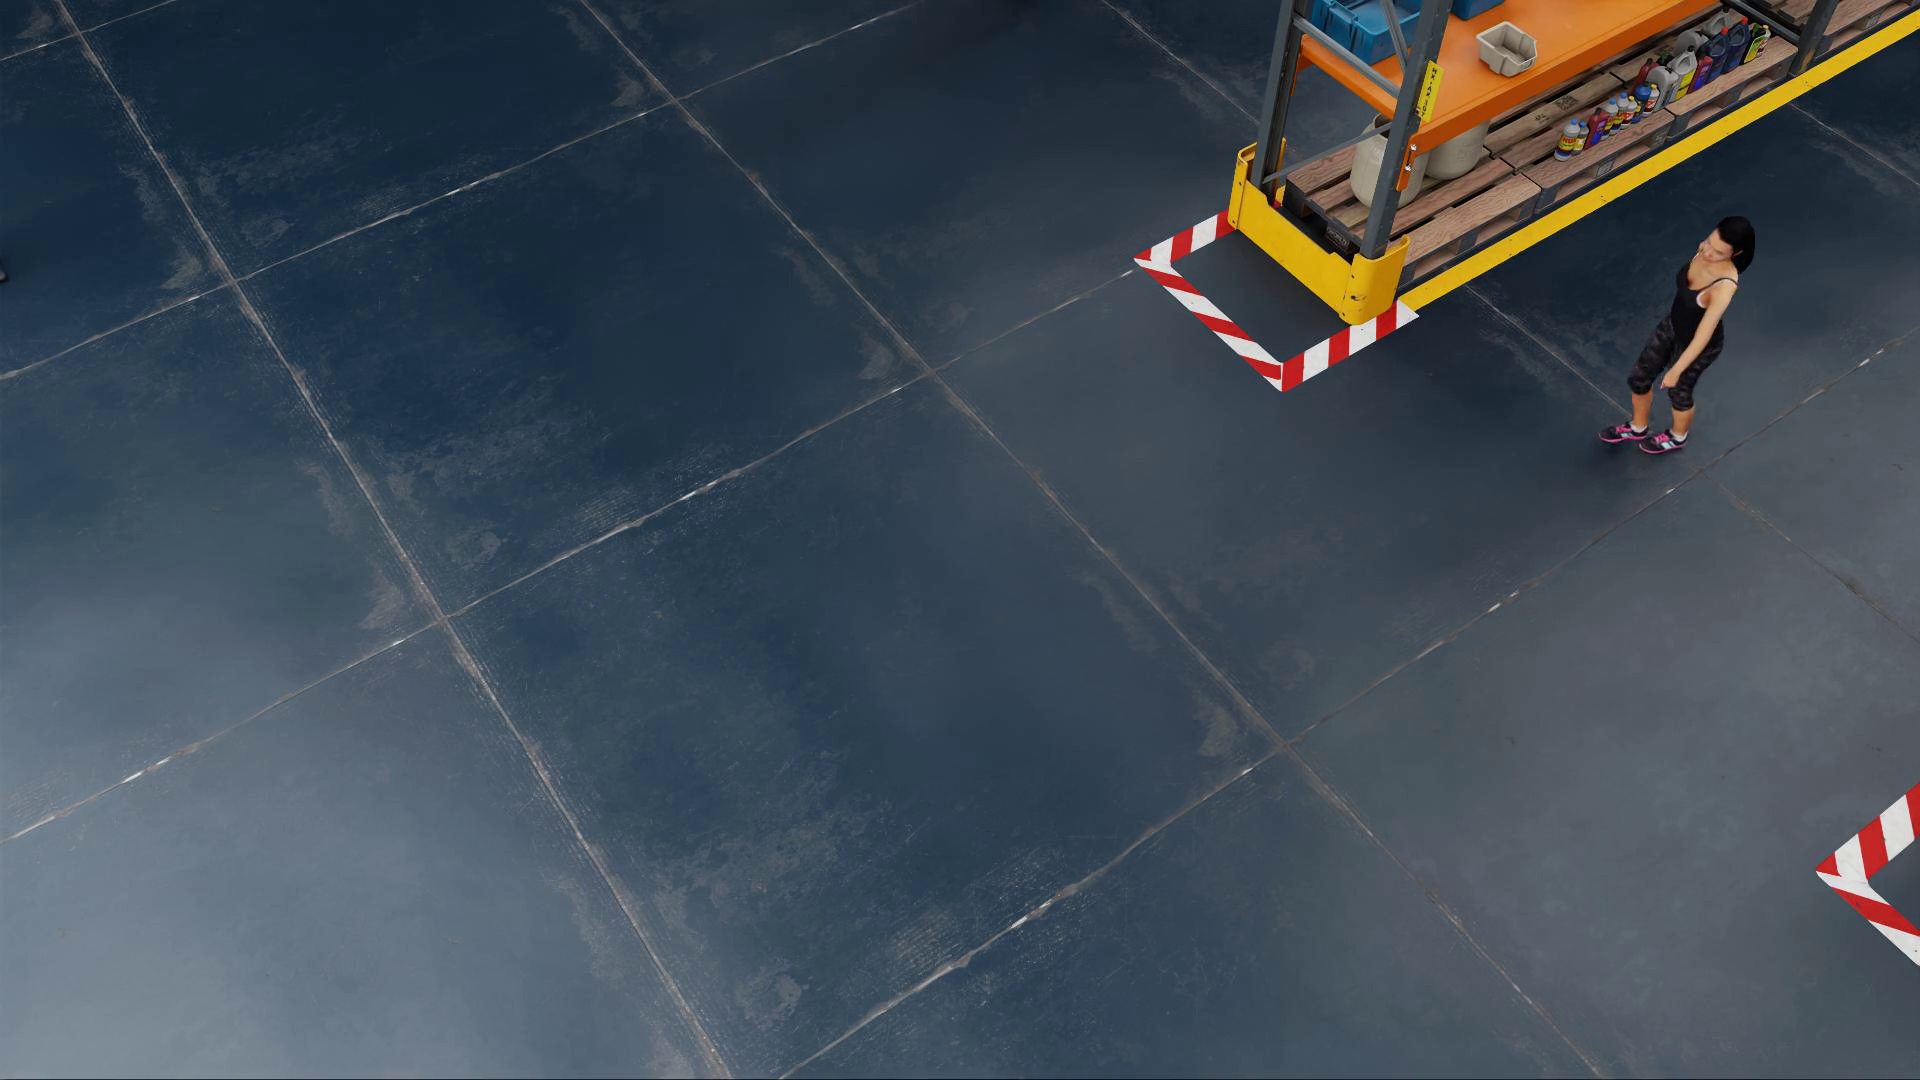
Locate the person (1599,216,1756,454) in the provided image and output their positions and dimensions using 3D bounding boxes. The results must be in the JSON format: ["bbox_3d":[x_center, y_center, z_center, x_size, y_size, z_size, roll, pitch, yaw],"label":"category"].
[{"bbox_3d":[3.765,-1.013,8.438,0.826,1.699,0.746,4,52,3],"label":"person"}]
